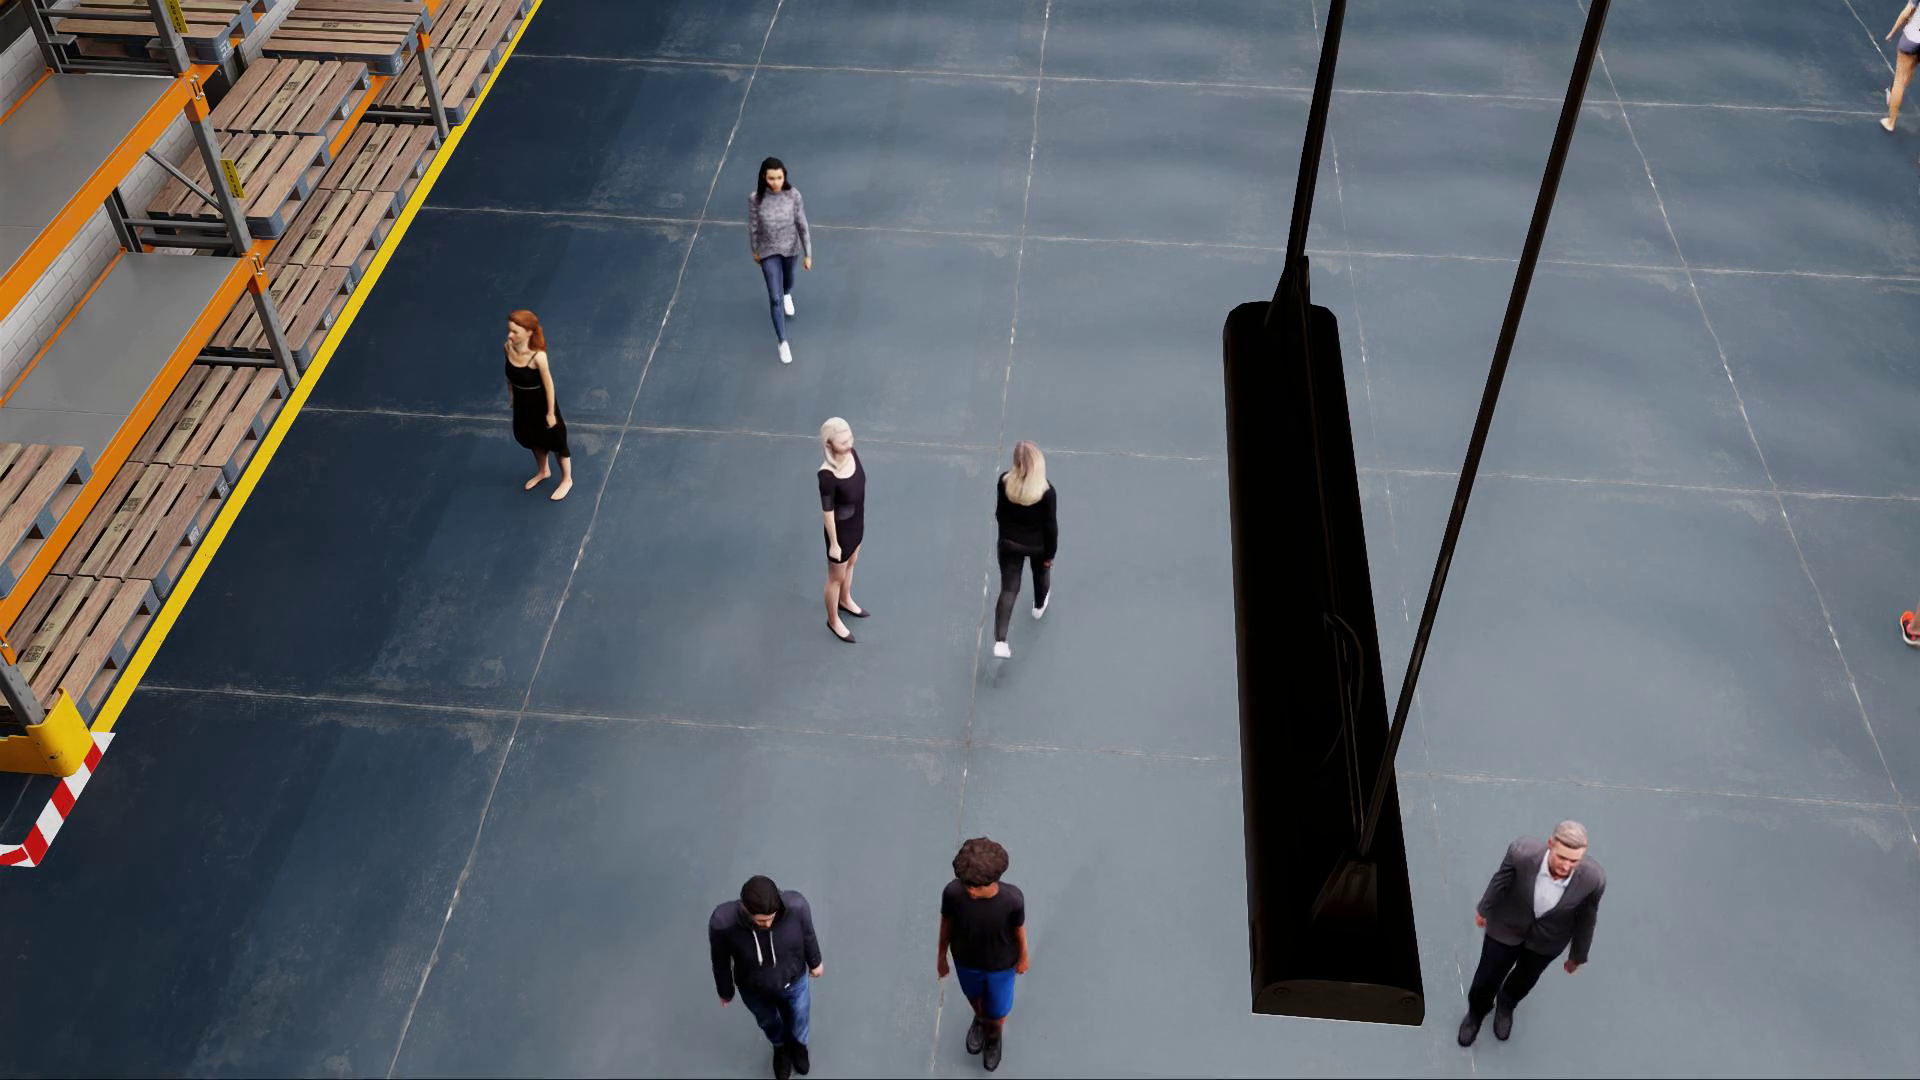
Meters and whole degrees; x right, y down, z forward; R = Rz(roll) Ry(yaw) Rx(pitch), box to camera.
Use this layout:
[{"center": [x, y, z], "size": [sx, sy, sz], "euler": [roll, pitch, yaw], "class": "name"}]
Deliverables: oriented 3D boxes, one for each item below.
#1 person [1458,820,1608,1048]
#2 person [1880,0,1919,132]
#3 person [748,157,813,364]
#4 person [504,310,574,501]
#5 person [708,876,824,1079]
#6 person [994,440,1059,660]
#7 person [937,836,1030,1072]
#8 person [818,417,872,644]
[{"center": [3.049, 2.021, 8.896], "size": [0.823, 1.821, 0.769], "euler": [14, 45, 14], "class": "person"}, {"center": [9.297, -4.779, 16.119], "size": [0.634, 1.704, 0.953], "euler": [5, 44, 5], "class": "person"}, {"center": [-1.483, -2.420, 13.662], "size": [0.881, 1.678, 1.251], "euler": [-9, 44, -9], "class": "person"}, {"center": [-3.107, -1.005, 12.215], "size": [0.666, 1.625, 0.694], "euler": [23, 48, 22], "class": "person"}, {"center": [-0.995, 2.192, 8.689], "size": [0.781, 1.859, 0.726], "euler": [-7, 44, -7], "class": "person"}, {"center": [0.393, 0.094, 11.041], "size": [0.743, 1.652, 1.138], "euler": [12, 45, 12], "class": "person"}, {"center": [0.146, 2.115, 8.829], "size": [0.668, 1.778, 0.651], "euler": [9, 44, 10], "class": "person"}, {"center": [-0.781, -0.085, 11.101], "size": [0.706, 1.829, 0.543], "euler": [15, 46, 16], "class": "person"}]
